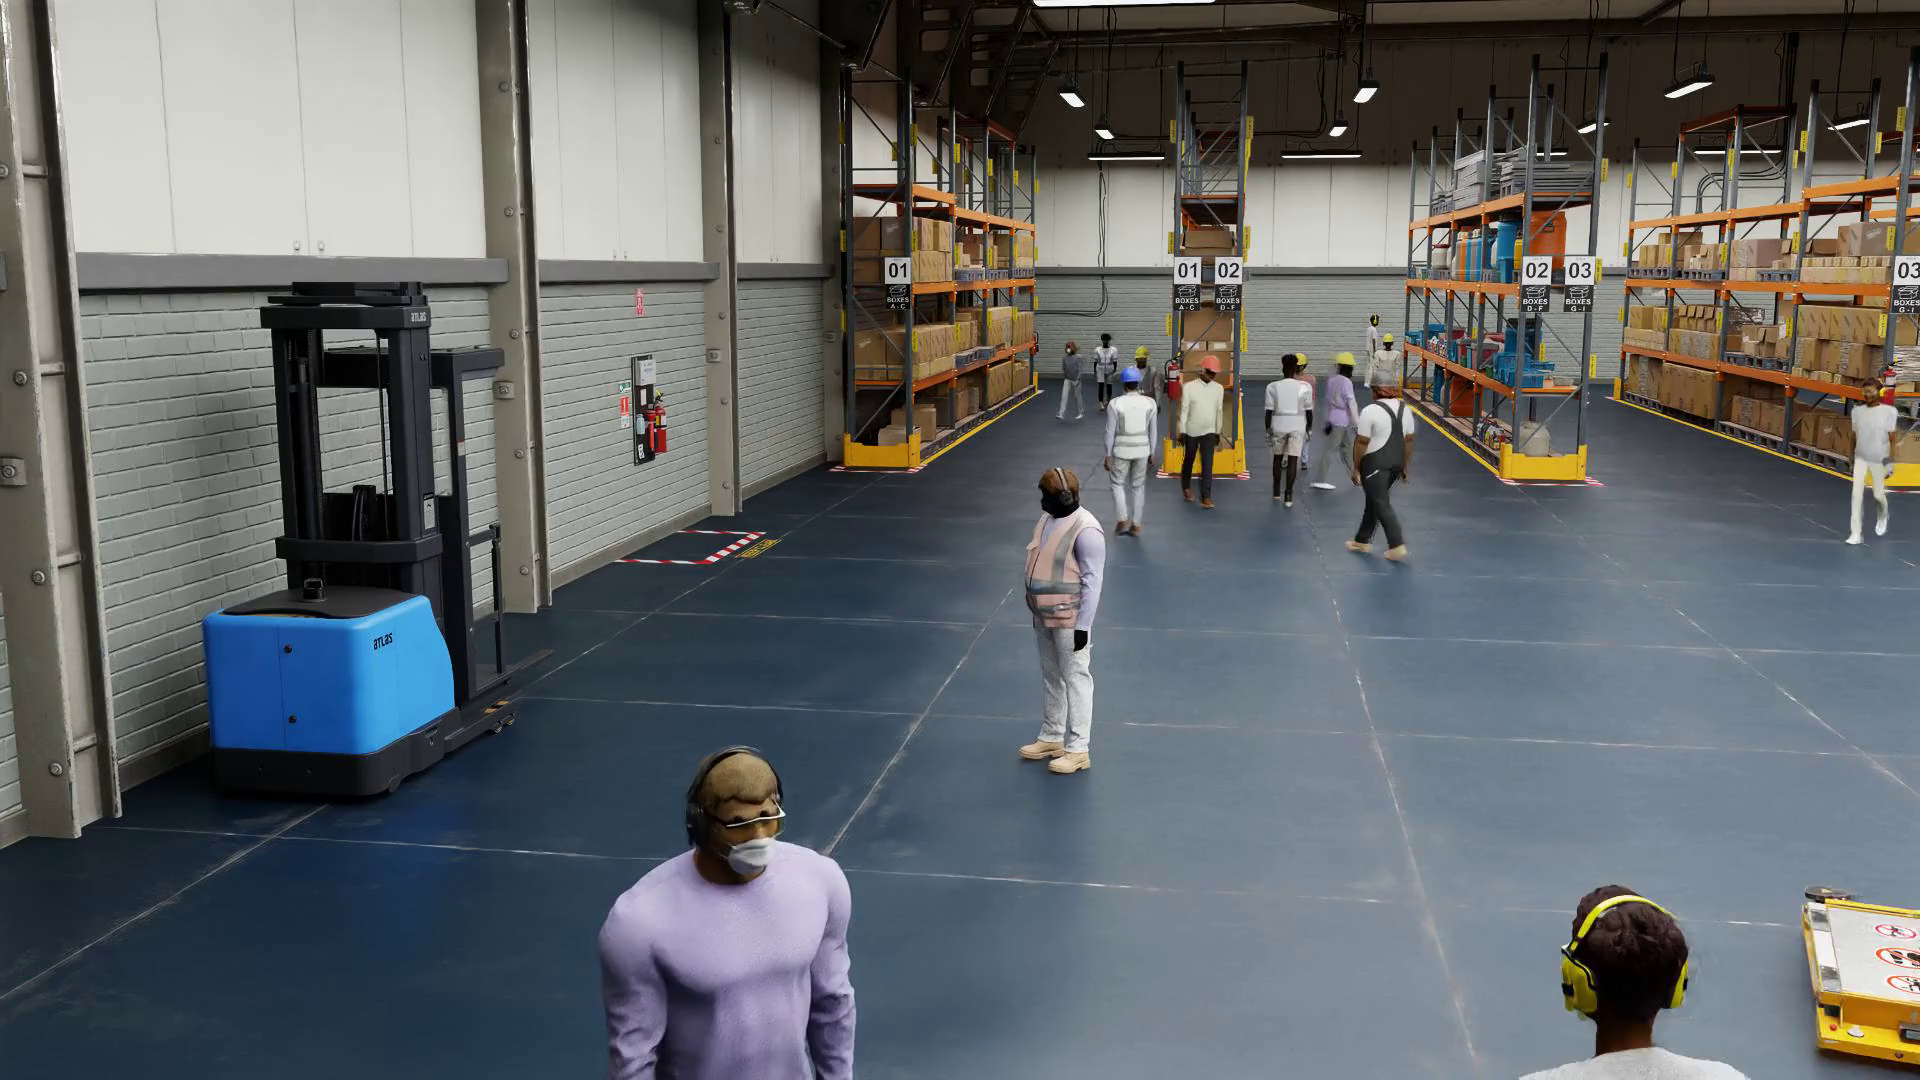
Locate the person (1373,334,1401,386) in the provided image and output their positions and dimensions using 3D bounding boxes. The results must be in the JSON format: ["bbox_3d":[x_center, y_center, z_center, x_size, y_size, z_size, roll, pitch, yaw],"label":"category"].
[{"bbox_3d":[8.436,-3.191,32.891,0.524,1.769,0.308,1,9,5],"label":"person"}]

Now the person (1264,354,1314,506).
[{"bbox_3d":[4.267,-1.438,21.569,0.612,1.931,0.875,2,10,15],"label":"person"}]

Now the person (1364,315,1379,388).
[{"bbox_3d":[10.695,-4.895,43.116,0.315,1.860,0.508,-1,9,-4],"label":"person"}]

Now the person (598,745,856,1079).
[{"bbox_3d":[-0.539,1.415,4.002,0.627,1.929,0.379,-6,11,-32],"label":"person"}]

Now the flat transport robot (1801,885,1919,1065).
[{"bbox_3d":[3.892,1.791,6.894,0.652,0.197,1.431,4,10,24],"label":"flat transport robot"}]

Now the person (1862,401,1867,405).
[{"bbox_3d":[18.890,-3.492,34.427,0.531,1.886,1.015,5,10,27],"label":"person"}]

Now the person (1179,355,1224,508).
[{"bbox_3d":[3.088,-1.427,21.512,0.631,1.942,1.011,-2,9,-13],"label":"person"}]

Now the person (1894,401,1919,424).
[{"bbox_3d":[18.835,-3.271,32.998,0.660,1.886,1.006,1,9,7],"label":"person"}]

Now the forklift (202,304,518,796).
[{"bbox_3d":[-3.673,-0.038,10.147,1.129,2.768,1.873,1,9,9],"label":"forklift"}]

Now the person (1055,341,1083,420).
[{"bbox_3d":[2.244,-3.215,33.588,0.501,1.586,0.859,6,11,32],"label":"person"}]

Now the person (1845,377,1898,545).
[{"bbox_3d":[10.154,-0.896,18.481,0.760,1.853,0.517,-9,13,-44],"label":"person"}]

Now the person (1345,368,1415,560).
[{"bbox_3d":[4.442,-0.817,17.536,0.685,2.000,0.997,-6,11,-33],"label":"person"}]

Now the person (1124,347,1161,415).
[{"bbox_3d":[2.946,-2.221,26.810,0.599,1.804,0.836,1,9,8],"label":"person"}]

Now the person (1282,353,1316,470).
[{"bbox_3d":[5.136,-1.955,25.292,0.522,1.761,0.327,4,10,23],"label":"person"}]

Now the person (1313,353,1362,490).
[{"bbox_3d":[5.320,-1.632,22.914,0.970,1.873,0.615,-1,9,-8],"label":"person"}]

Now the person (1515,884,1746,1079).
[{"bbox_3d":[1.209,1.575,3.245,0.525,1.856,0.464,-3,10,-16],"label":"person"}]

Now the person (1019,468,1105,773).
[{"bbox_3d":[0.609,0.474,10.079,0.429,1.837,0.620,-5,10,-26],"label":"person"}]

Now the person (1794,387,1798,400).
[{"bbox_3d":[18.372,-3.914,36.619,0.601,2.010,1.008,6,11,33],"label":"person"}]

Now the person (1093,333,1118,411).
[{"bbox_3d":[3.151,-3.675,36.151,0.541,1.675,0.665,0,9,3],"label":"person"}]

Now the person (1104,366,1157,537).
[{"bbox_3d":[1.927,-0.998,18.824,0.623,1.944,0.449,-2,9,-13],"label":"person"}]
